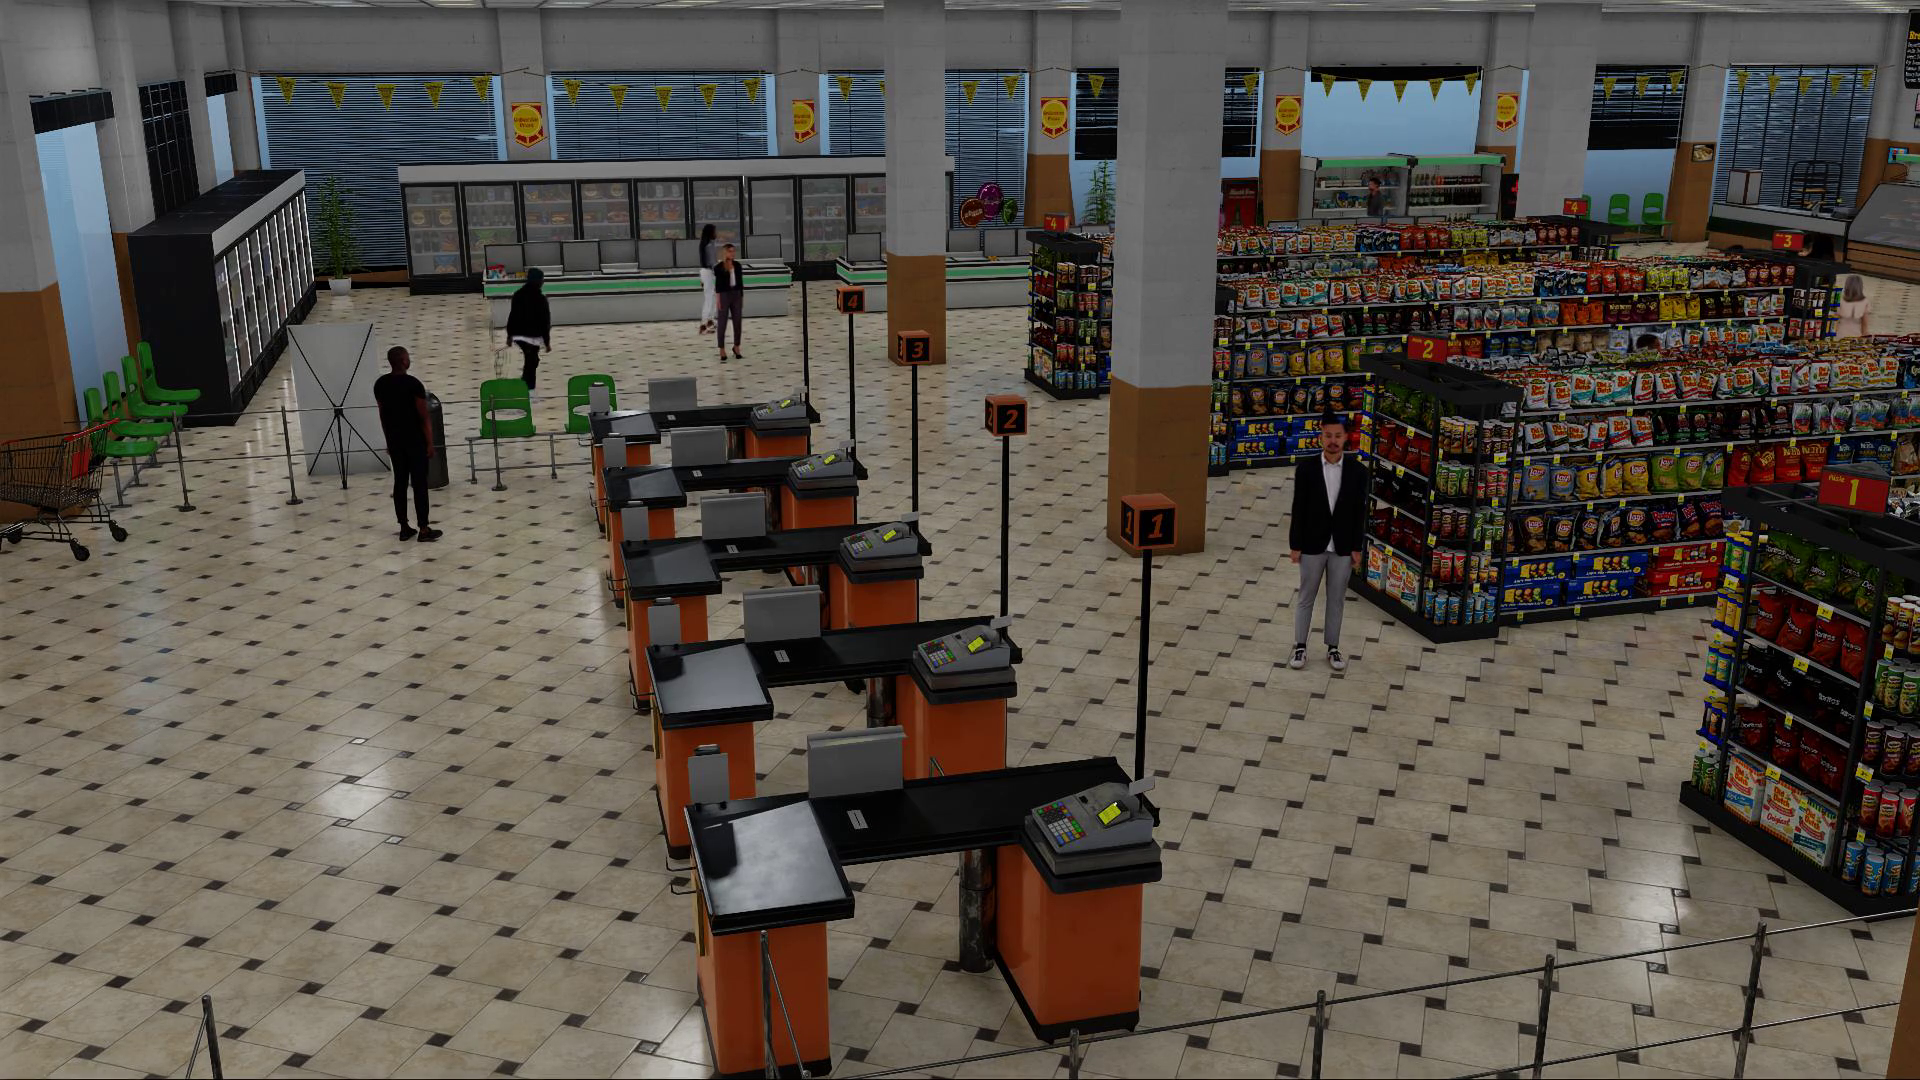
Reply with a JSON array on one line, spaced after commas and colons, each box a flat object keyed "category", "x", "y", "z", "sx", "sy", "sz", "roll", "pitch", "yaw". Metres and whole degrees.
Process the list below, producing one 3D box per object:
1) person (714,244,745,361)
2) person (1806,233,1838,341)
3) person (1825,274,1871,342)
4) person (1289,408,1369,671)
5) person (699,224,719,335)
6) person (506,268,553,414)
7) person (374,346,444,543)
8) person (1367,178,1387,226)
[{"category": "person", "x": -3.339, "y": -3.447, "z": 24.041, "sx": 0.562, "sy": 1.668, "sz": 0.711, "roll": -10, "pitch": 20, "yaw": -30}, {"category": "person", "x": 12.204, "y": -3.445, "z": 23.736, "sx": 0.746, "sy": 1.841, "sz": 0.744, "roll": -14, "pitch": 22, "yaw": -39}, {"category": "person", "x": 10.889, "y": -2.354, "z": 20.395, "sx": 1.124, "sy": 1.695, "sz": 0.933, "roll": 2, "pitch": 17, "yaw": 5}, {"category": "person", "x": 2.696, "y": -0.012, "z": 12.242, "sx": 0.672, "sy": 1.950, "sz": 0.839, "roll": 2, "pitch": 17, "yaw": 5}, {"category": "person", "x": -4.014, "y": -4.055, "z": 25.983, "sx": 0.635, "sy": 1.702, "sz": 0.603, "roll": -5, "pitch": 18, "yaw": -16}, {"category": "person", "x": -5.416, "y": -2.473, "z": 20.656, "sx": 0.999, "sy": 1.770, "sz": 1.060, "roll": 6, "pitch": 18, "yaw": 20}, {"category": "person", "x": -5.107, "y": -0.889, "z": 15.355, "sx": 0.687, "sy": 1.819, "sz": 0.811, "roll": 4, "pitch": 17, "yaw": 14}, {"category": "person", "x": 8.207, "y": -6.144, "z": 32.646, "sx": 1.090, "sy": 1.830, "sz": 0.727, "roll": -6, "pitch": 18, "yaw": -18}]
